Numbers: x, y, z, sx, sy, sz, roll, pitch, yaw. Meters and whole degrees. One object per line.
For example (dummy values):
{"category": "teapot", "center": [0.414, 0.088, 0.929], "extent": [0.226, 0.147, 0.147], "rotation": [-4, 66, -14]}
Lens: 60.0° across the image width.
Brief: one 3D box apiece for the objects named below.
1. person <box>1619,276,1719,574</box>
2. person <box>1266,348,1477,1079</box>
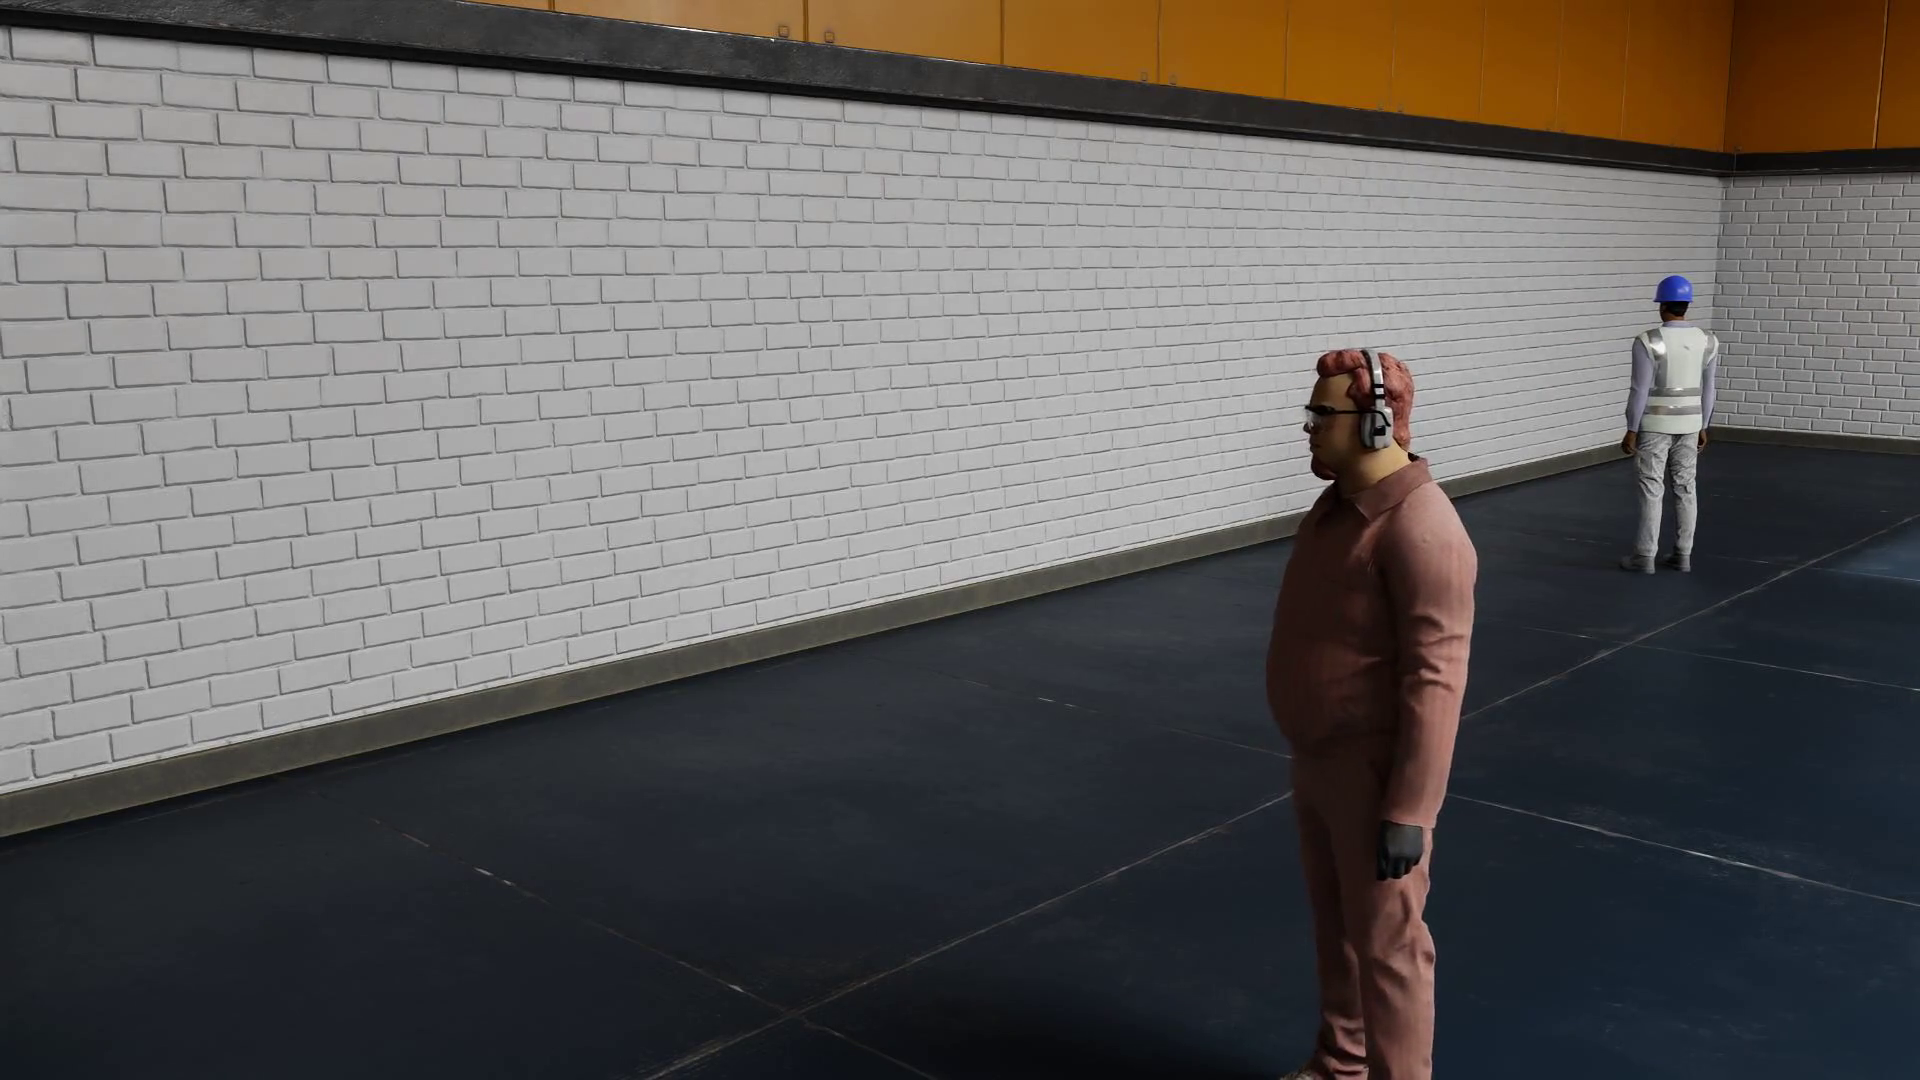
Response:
{"category": "person", "center": [4.634, -0.749, 10.909], "extent": [0.618, 1.945, 0.394], "rotation": [-2, 10, -11]}
{"category": "person", "center": [0.893, 0.519, 3.807], "extent": [0.400, 1.907, 0.644], "rotation": [-1, 10, -7]}
